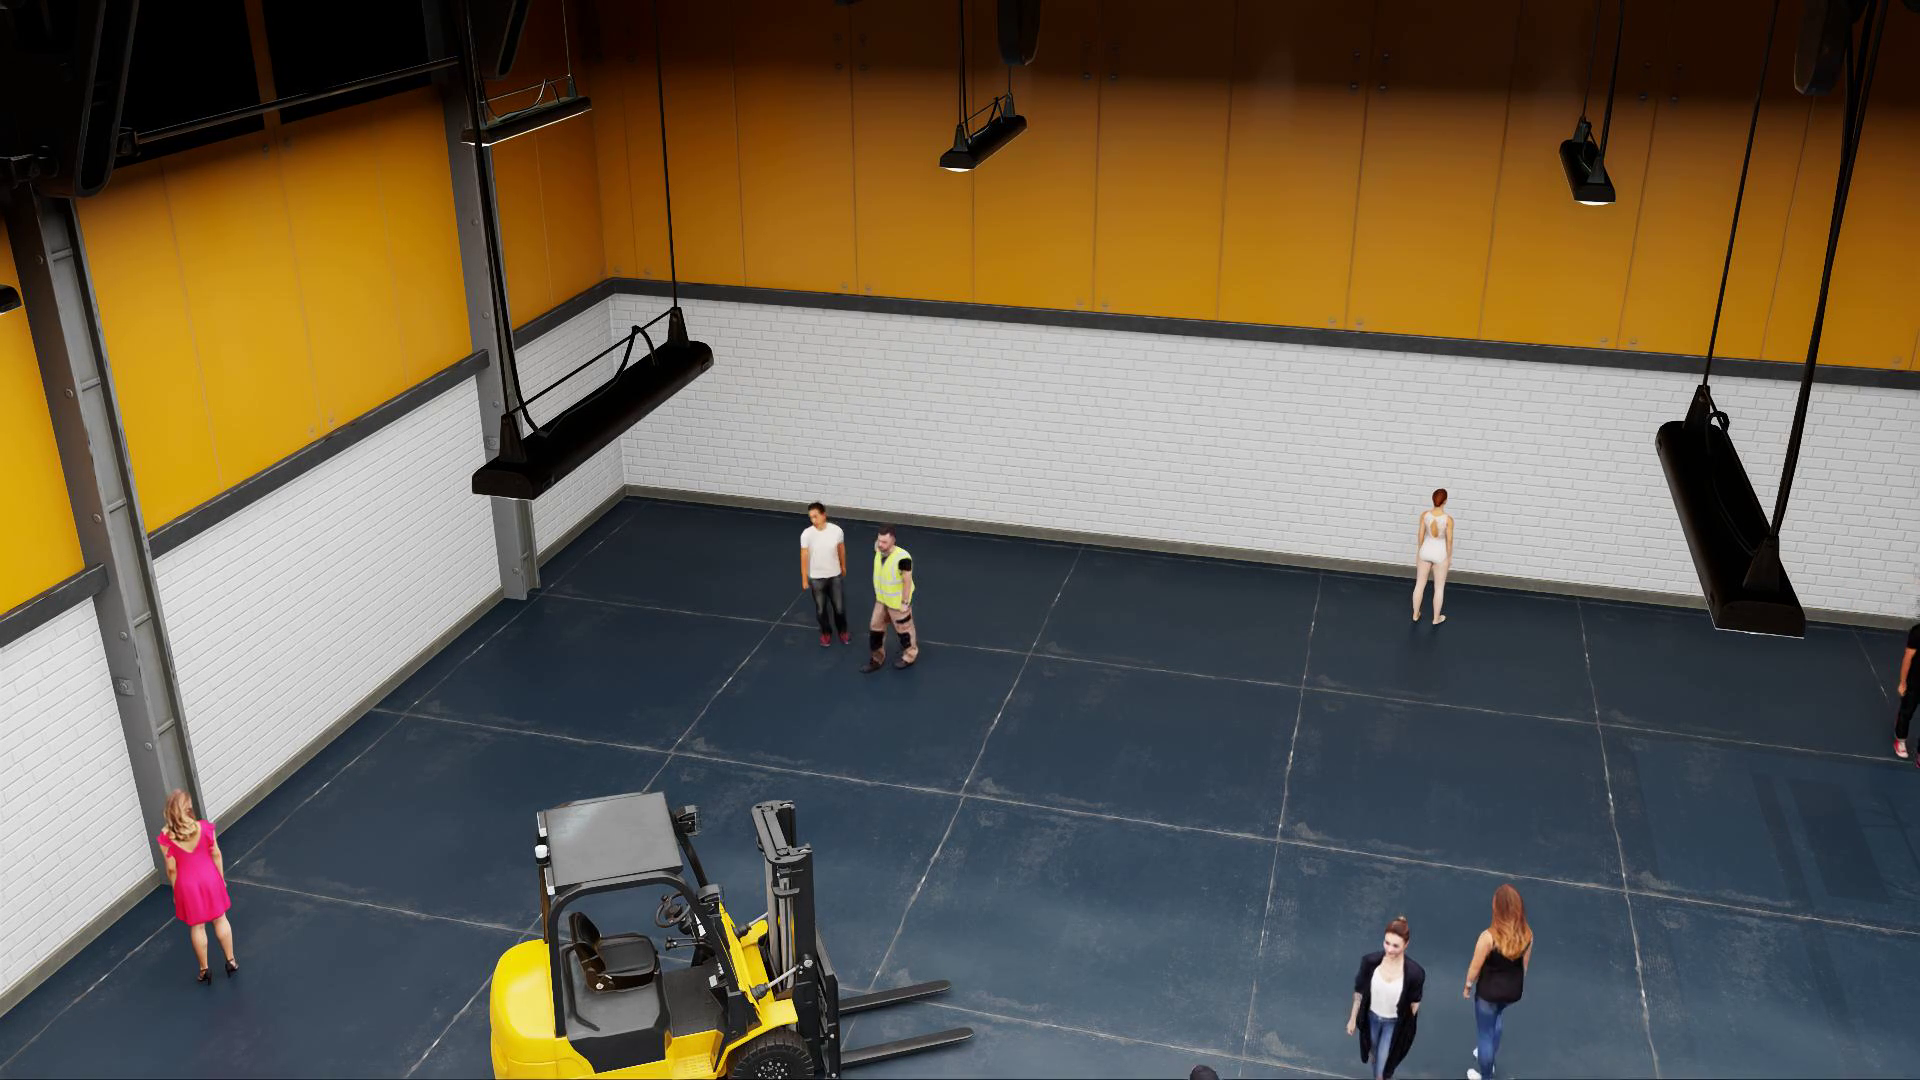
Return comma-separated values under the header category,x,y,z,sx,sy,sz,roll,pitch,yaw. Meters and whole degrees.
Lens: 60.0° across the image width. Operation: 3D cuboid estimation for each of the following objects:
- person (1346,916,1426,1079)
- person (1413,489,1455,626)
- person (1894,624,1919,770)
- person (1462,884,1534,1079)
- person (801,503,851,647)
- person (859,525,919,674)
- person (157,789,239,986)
category,x,y,z,sx,sy,sz,roll,pitch,yaw
person,3.026,3.342,11.724,0.800,1.656,0.975,16,28,32
person,5.404,0.178,18.977,0.597,1.644,0.567,14,27,29
person,9.375,1.341,16.205,0.640,1.734,0.897,6,24,14
person,3.876,3.256,11.853,0.732,1.710,0.794,-7,25,-16
person,-1.466,0.362,18.402,0.778,1.767,0.780,-9,25,-20
person,-0.680,0.590,17.852,0.921,1.790,1.061,20,31,38
person,-5.983,2.716,13.065,0.657,1.729,0.720,-14,27,-28
